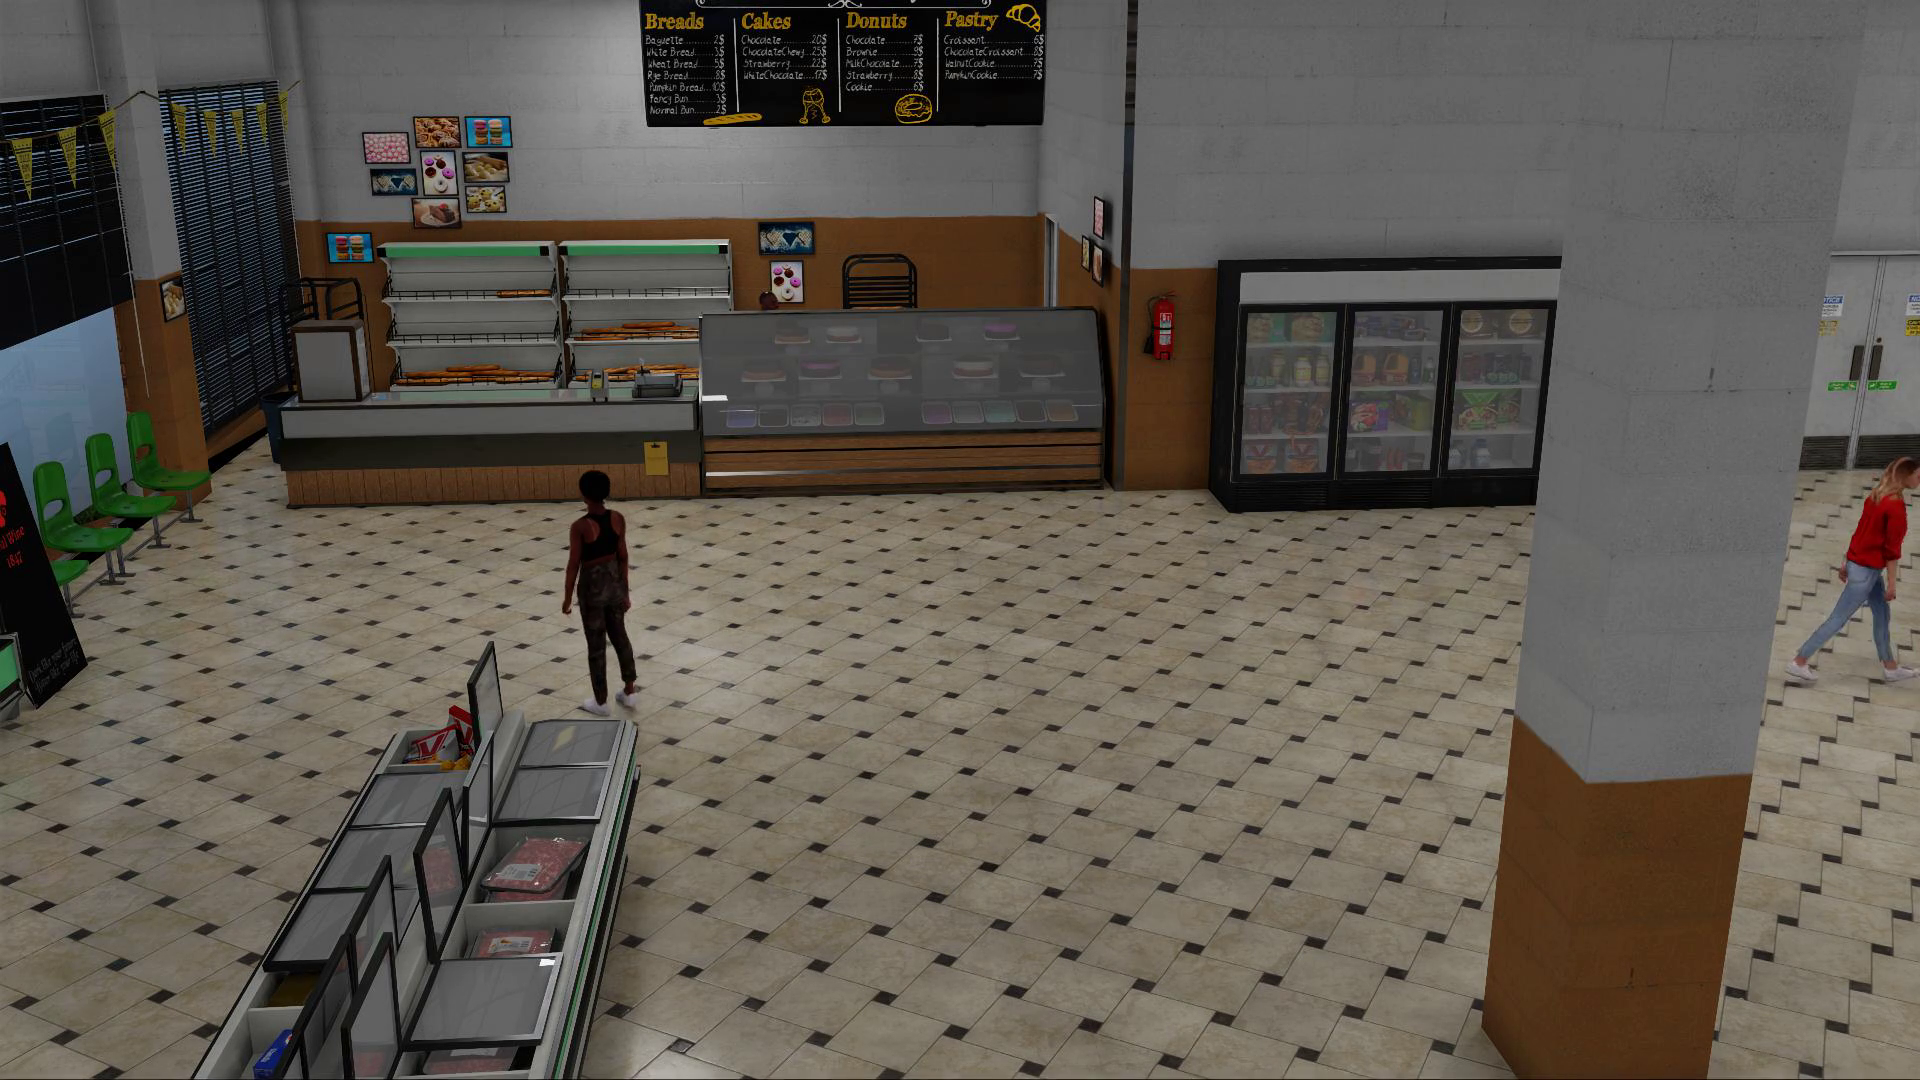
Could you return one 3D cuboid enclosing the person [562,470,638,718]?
[{"bbox_3d":[-2.341,0.369,10.966,0.713,1.697,0.762,-16,23,-42],"label":"person"}]

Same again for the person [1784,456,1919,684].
[{"bbox_3d":[6.150,0.244,11.463,0.920,1.647,1.167,1,17,5],"label":"person"}]
